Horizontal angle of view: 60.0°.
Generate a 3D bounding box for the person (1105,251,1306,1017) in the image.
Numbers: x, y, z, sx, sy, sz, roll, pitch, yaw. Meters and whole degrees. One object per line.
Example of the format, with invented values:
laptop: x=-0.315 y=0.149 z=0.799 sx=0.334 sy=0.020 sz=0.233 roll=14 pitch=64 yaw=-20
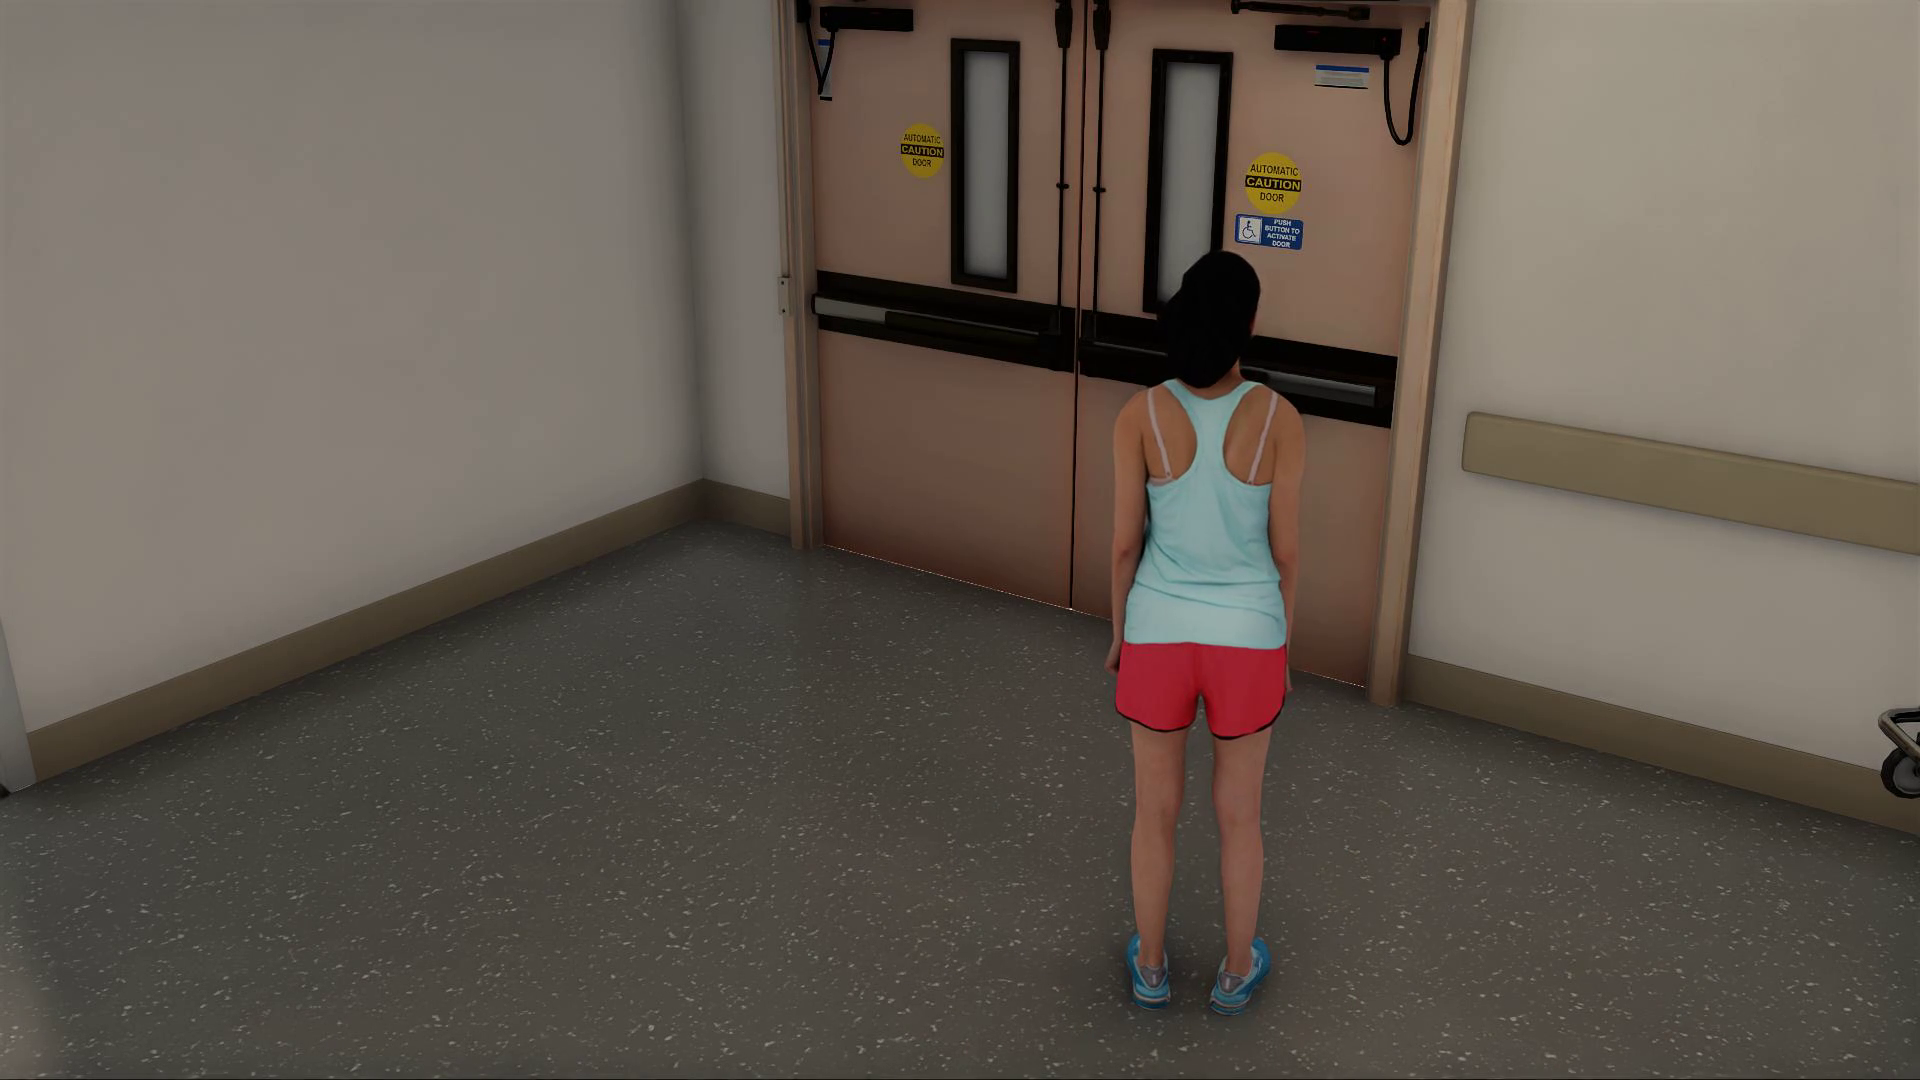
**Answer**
person: x=0.537 y=0.238 z=3.685 sx=0.662 sy=1.765 sz=0.683 roll=5 pitch=21 yaw=12
